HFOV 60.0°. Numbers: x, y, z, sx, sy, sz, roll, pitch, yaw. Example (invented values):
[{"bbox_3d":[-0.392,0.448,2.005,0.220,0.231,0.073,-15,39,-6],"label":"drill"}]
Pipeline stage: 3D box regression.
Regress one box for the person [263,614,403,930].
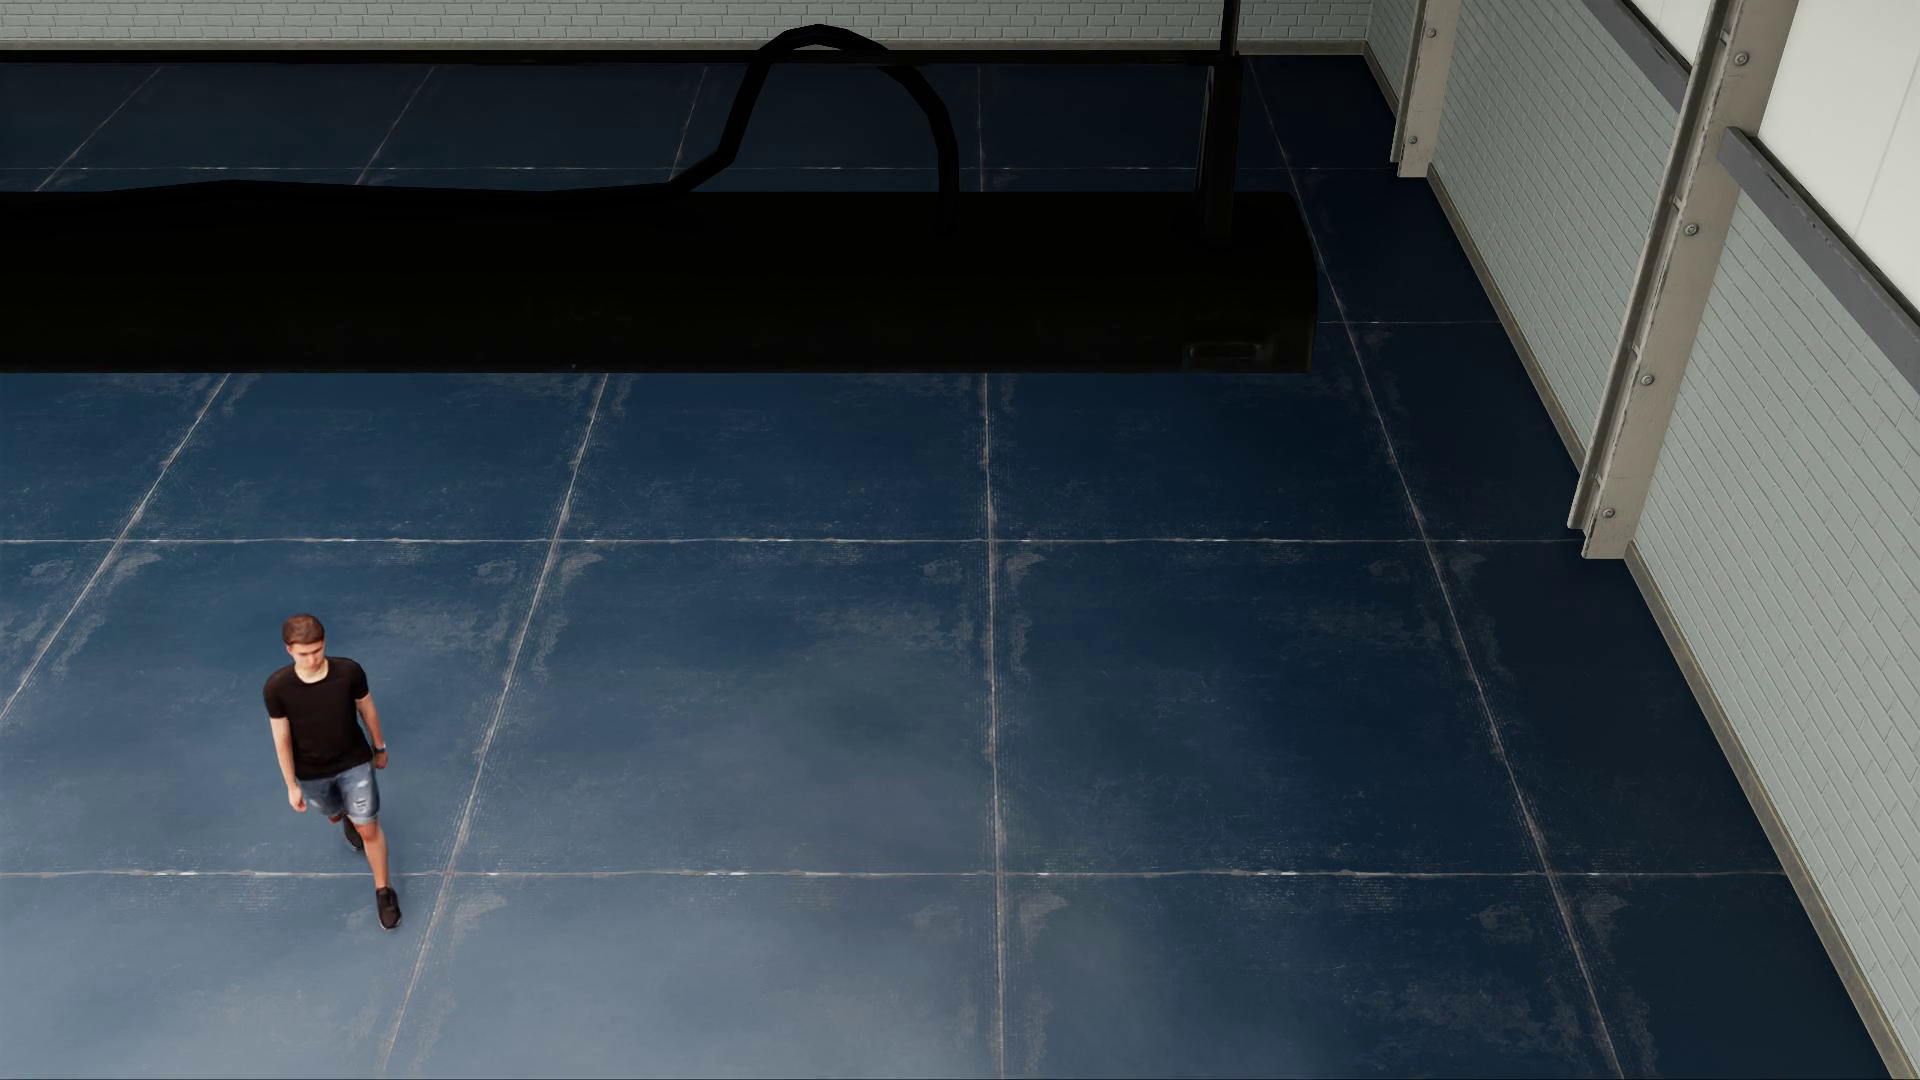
[{"bbox_3d":[-3.219,1.084,8.516,0.910,1.820,1.231,-12,39,-15],"label":"person"}]
